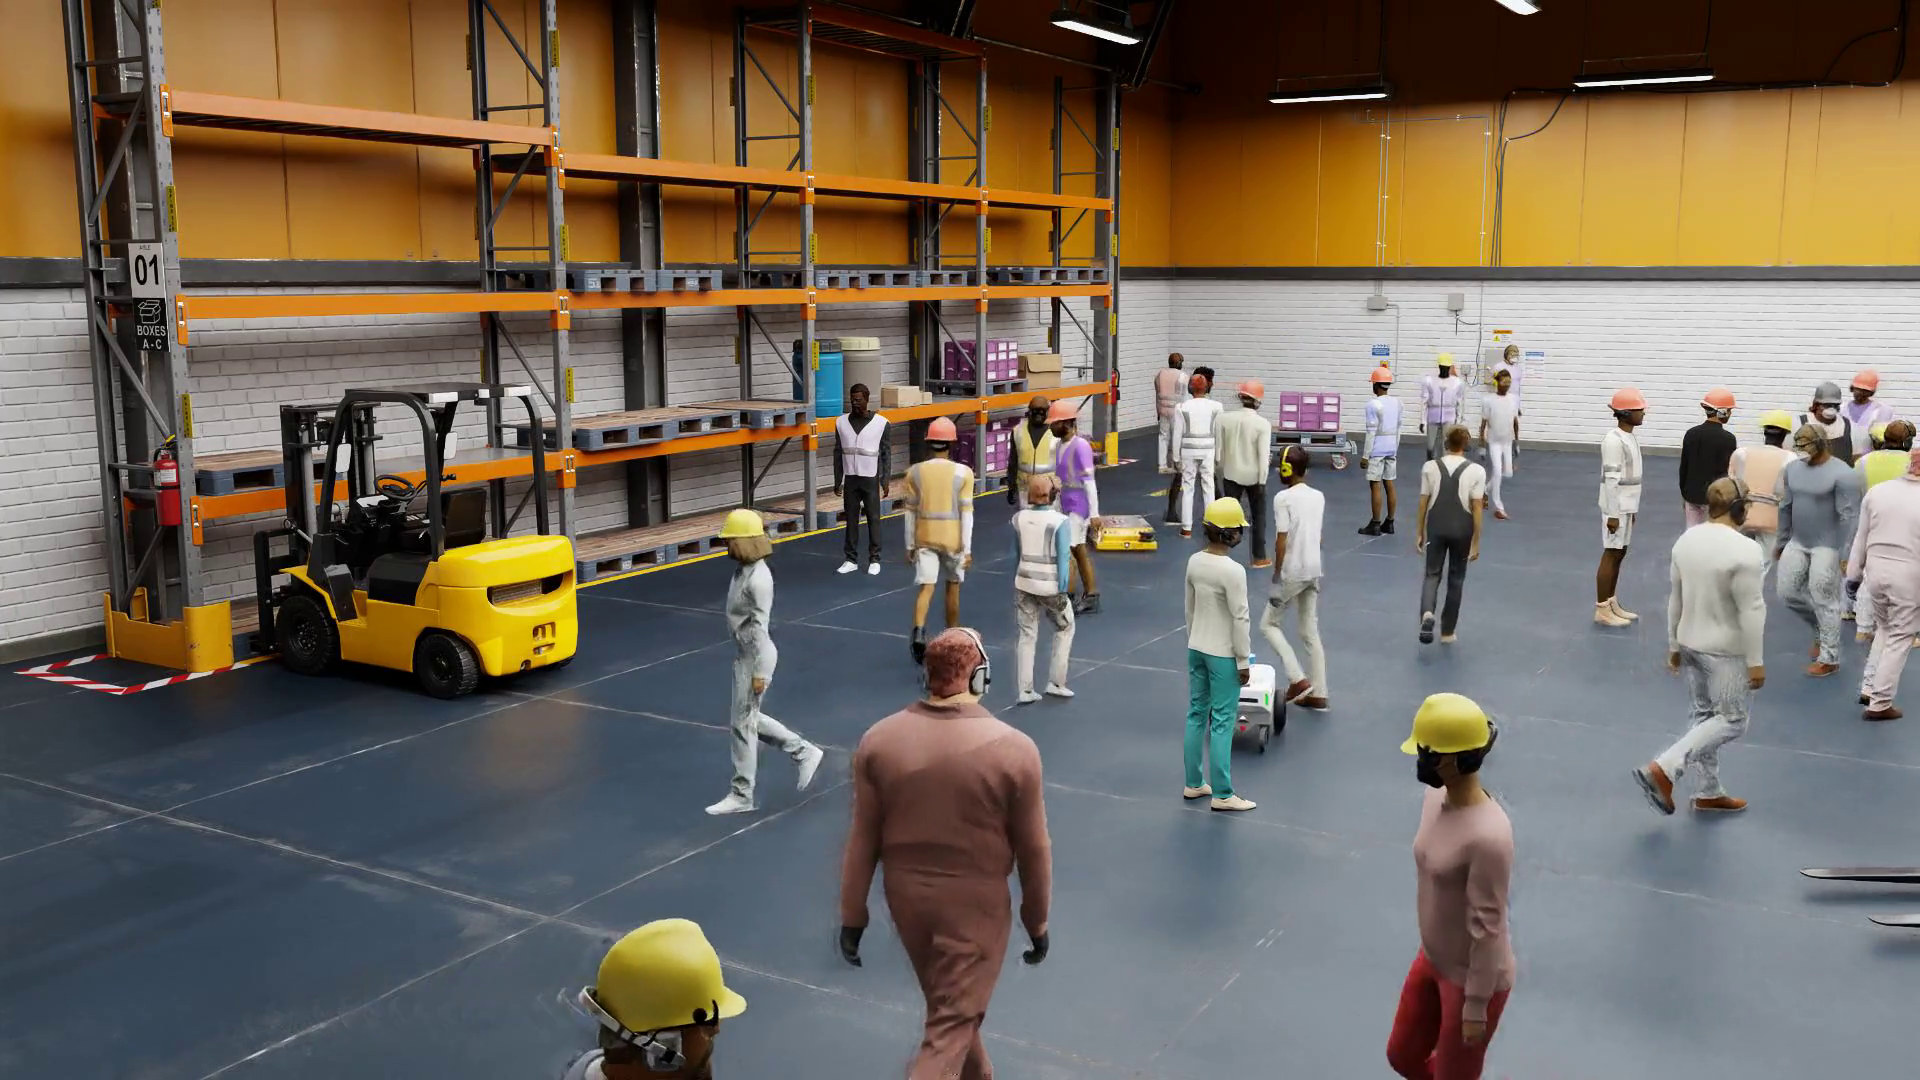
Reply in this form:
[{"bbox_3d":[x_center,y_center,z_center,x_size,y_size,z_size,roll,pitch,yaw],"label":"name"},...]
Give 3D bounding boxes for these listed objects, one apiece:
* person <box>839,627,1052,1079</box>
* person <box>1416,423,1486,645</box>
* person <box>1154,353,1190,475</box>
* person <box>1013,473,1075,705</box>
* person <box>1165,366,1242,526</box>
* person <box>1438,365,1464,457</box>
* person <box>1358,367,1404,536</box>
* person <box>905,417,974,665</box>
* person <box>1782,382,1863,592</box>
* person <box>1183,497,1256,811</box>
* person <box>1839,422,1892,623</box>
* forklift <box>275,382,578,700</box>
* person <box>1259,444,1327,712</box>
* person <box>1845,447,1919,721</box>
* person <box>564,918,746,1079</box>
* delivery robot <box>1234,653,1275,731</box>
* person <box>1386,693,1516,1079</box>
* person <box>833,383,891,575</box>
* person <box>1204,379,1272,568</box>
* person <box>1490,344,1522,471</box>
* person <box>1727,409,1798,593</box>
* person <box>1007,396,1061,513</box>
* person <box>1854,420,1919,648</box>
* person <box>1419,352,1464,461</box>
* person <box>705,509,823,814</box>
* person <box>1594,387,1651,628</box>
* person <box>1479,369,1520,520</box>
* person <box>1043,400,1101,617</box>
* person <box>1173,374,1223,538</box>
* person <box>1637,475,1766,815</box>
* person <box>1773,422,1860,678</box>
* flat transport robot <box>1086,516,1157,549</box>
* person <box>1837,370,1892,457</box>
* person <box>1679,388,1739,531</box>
[{"bbox_3d":[-0.052,1.227,5.474,0.659,1.852,0.999,4,10,25],"label":"person"},{"bbox_3d":[3.911,-0.024,13.323,0.509,1.827,0.609,5,10,26],"label":"person"},{"bbox_3d":[3.202,-1.884,24.901,0.619,1.836,0.430,8,12,40],"label":"person"},{"bbox_3d":[0.607,0.339,11.636,0.537,1.619,0.559,8,12,40],"label":"person"},{"bbox_3d":[2.900,-1.125,19.922,1.033,1.900,0.613,-5,10,-27],"label":"person"},{"bbox_3d":[7.623,-1.970,26.044,0.518,1.621,0.361,0,9,1],"label":"person"},{"bbox_3d":[4.828,-1.018,19.146,0.543,1.939,0.361,-6,11,-32],"label":"person"},{"bbox_3d":[-0.174,0.007,12.857,0.550,1.913,0.866,2,9,12],"label":"person"},{"bbox_3d":[8.004,-0.472,15.421,0.703,2.000,0.682,1,9,6],"label":"person"},{"bbox_3d":[1.460,0.637,9.358,0.316,1.769,0.525,-5,10,-27],"label":"person"},{"bbox_3d":[7.821,-0.141,14.276,0.428,1.747,0.558,-1,9,-4],"label":"person"},{"bbox_3d":[-3.974,-0.067,12.417,2.313,2.155,1.214,5,11,30],"label":"forklift"},{"bbox_3d":[2.317,0.271,11.428,0.546,1.834,0.492,-7,12,-38],"label":"person"},{"bbox_3d":[6.355,0.291,11.157,0.545,1.878,0.687,-5,10,-27],"label":"person"},{"bbox_3d":[-0.682,1.610,3.222,0.850,1.797,0.595,-4,10,-21],"label":"person"},{"bbox_3d":[1.848,0.975,10.723,0.477,0.478,0.707,2,9,13],"label":"delivery robot"},{"bbox_3d":[1.545,1.322,5.136,0.433,1.751,0.551,-1,9,-8],"label":"person"},{"bbox_3d":[-0.982,-0.613,16.686,0.600,1.917,0.376,3,10,17],"label":"person"},{"bbox_3d":[2.829,-0.648,16.789,0.615,1.963,0.922,8,12,40],"label":"person"},{"bbox_3d":[8.360,-2.024,25.446,0.627,1.933,0.371,-6,11,-33],"label":"person"},{"bbox_3d":[6.629,-0.131,13.744,0.606,1.892,0.611,-9,13,-43],"label":"person"},{"bbox_3d":[0.776,-0.504,16.296,0.649,1.828,0.433,3,10,19],"label":"person"},{"bbox_3d":[7.515,-0.050,13.408,0.429,1.844,0.627,-6,11,-33],"label":"person"},{"bbox_3d":[6.837,-1.725,23.642,0.598,1.910,0.639,3,9,16],"label":"person"},{"bbox_3d":[-1.106,0.670,9.288,0.612,1.723,0.486,-3,10,-17],"label":"person"},{"bbox_3d":[5.657,-0.282,14.210,0.357,2.047,0.614,6,11,34],"label":"person"},{"bbox_3d":[6.645,-1.196,20.524,0.533,1.855,0.673,-2,9,-14],"label":"person"},{"bbox_3d":[0.941,-0.263,14.549,0.666,1.904,0.583,-2,9,-15],"label":"person"},{"bbox_3d":[2.704,-0.949,18.934,0.575,1.876,0.340,0,9,-1],"label":"person"},{"bbox_3d":[4.060,0.602,9.092,0.669,1.924,0.632,-2,9,-11],"label":"person"},{"bbox_3d":[6.446,0.067,12.481,0.515,1.906,0.714,-3,10,-18],"label":"person"},{"bbox_3d":[1.774,-0.101,18.610,0.652,0.197,1.431,0,9,-2],"label":"flat transport robot"},{"bbox_3d":[9.474,-0.808,17.629,0.481,2.003,0.619,-7,12,-38],"label":"person"},{"bbox_3d":[6.726,-0.368,14.916,0.396,1.993,0.618,-3,10,-17],"label":"person"}]
